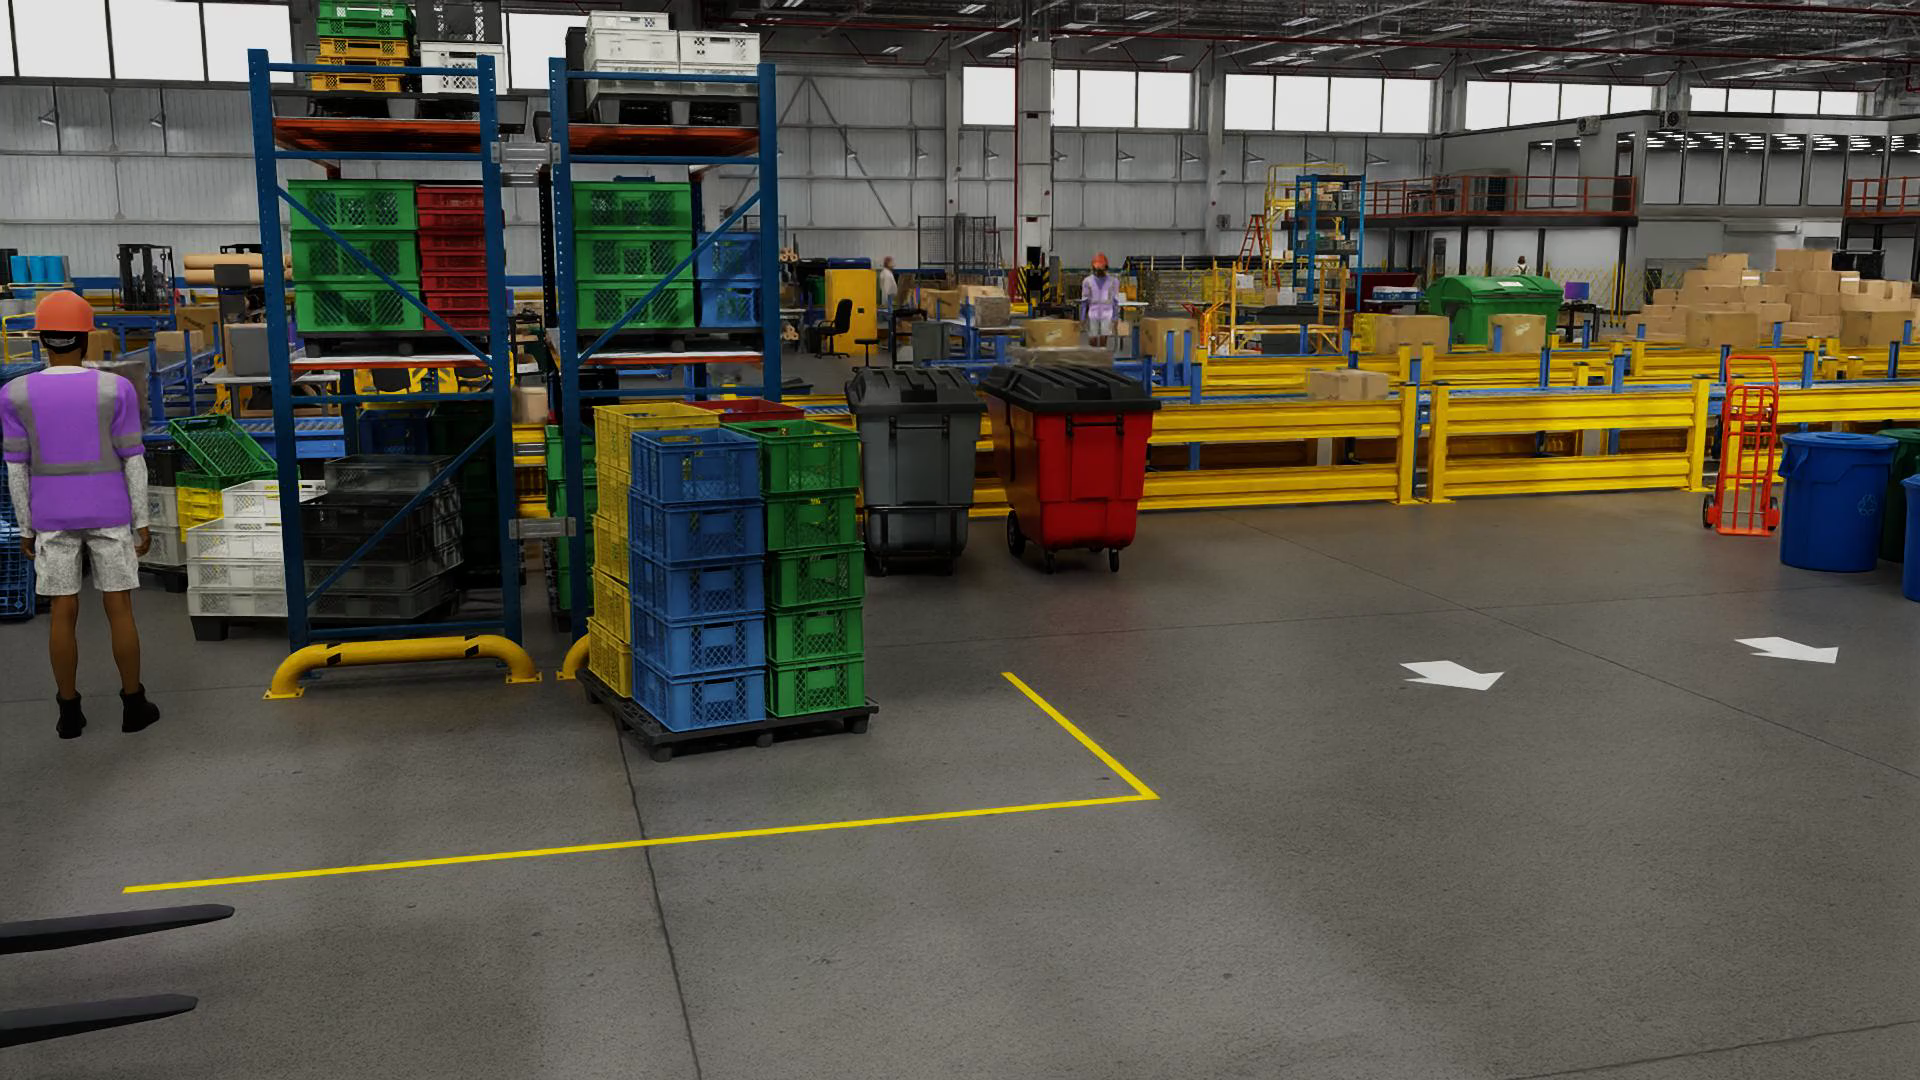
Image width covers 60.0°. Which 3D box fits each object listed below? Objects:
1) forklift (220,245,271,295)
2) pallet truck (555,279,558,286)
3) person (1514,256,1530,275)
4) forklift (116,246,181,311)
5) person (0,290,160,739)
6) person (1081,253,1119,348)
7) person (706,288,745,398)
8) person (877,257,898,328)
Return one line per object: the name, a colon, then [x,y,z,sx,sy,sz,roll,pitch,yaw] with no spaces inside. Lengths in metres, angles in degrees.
forklift: [-17.749,-6.334,41.440,1.157,1.987,2.680,-3,10,-17]
pallet truck: [-10.604,-6.375,44.520,0.653,1.274,1.630,-3,10,-15]
person: [16.708,-7.538,49.568,0.505,1.847,0.344,-1,10,-4]
forklift: [-19.966,-6.232,40.894,1.157,1.987,2.680,-3,10,-15]
person: [-3.804,-0.104,7.211,0.544,1.939,0.354,-4,11,-20]
person: [2.298,-3.679,27.247,0.609,2.020,0.651,2,10,9]
person: [-2.389,-1.724,16.800,0.632,1.797,0.653,1,10,7]
person: [-1.690,-5.440,37.591,0.787,1.884,0.650,-1,10,-7]
